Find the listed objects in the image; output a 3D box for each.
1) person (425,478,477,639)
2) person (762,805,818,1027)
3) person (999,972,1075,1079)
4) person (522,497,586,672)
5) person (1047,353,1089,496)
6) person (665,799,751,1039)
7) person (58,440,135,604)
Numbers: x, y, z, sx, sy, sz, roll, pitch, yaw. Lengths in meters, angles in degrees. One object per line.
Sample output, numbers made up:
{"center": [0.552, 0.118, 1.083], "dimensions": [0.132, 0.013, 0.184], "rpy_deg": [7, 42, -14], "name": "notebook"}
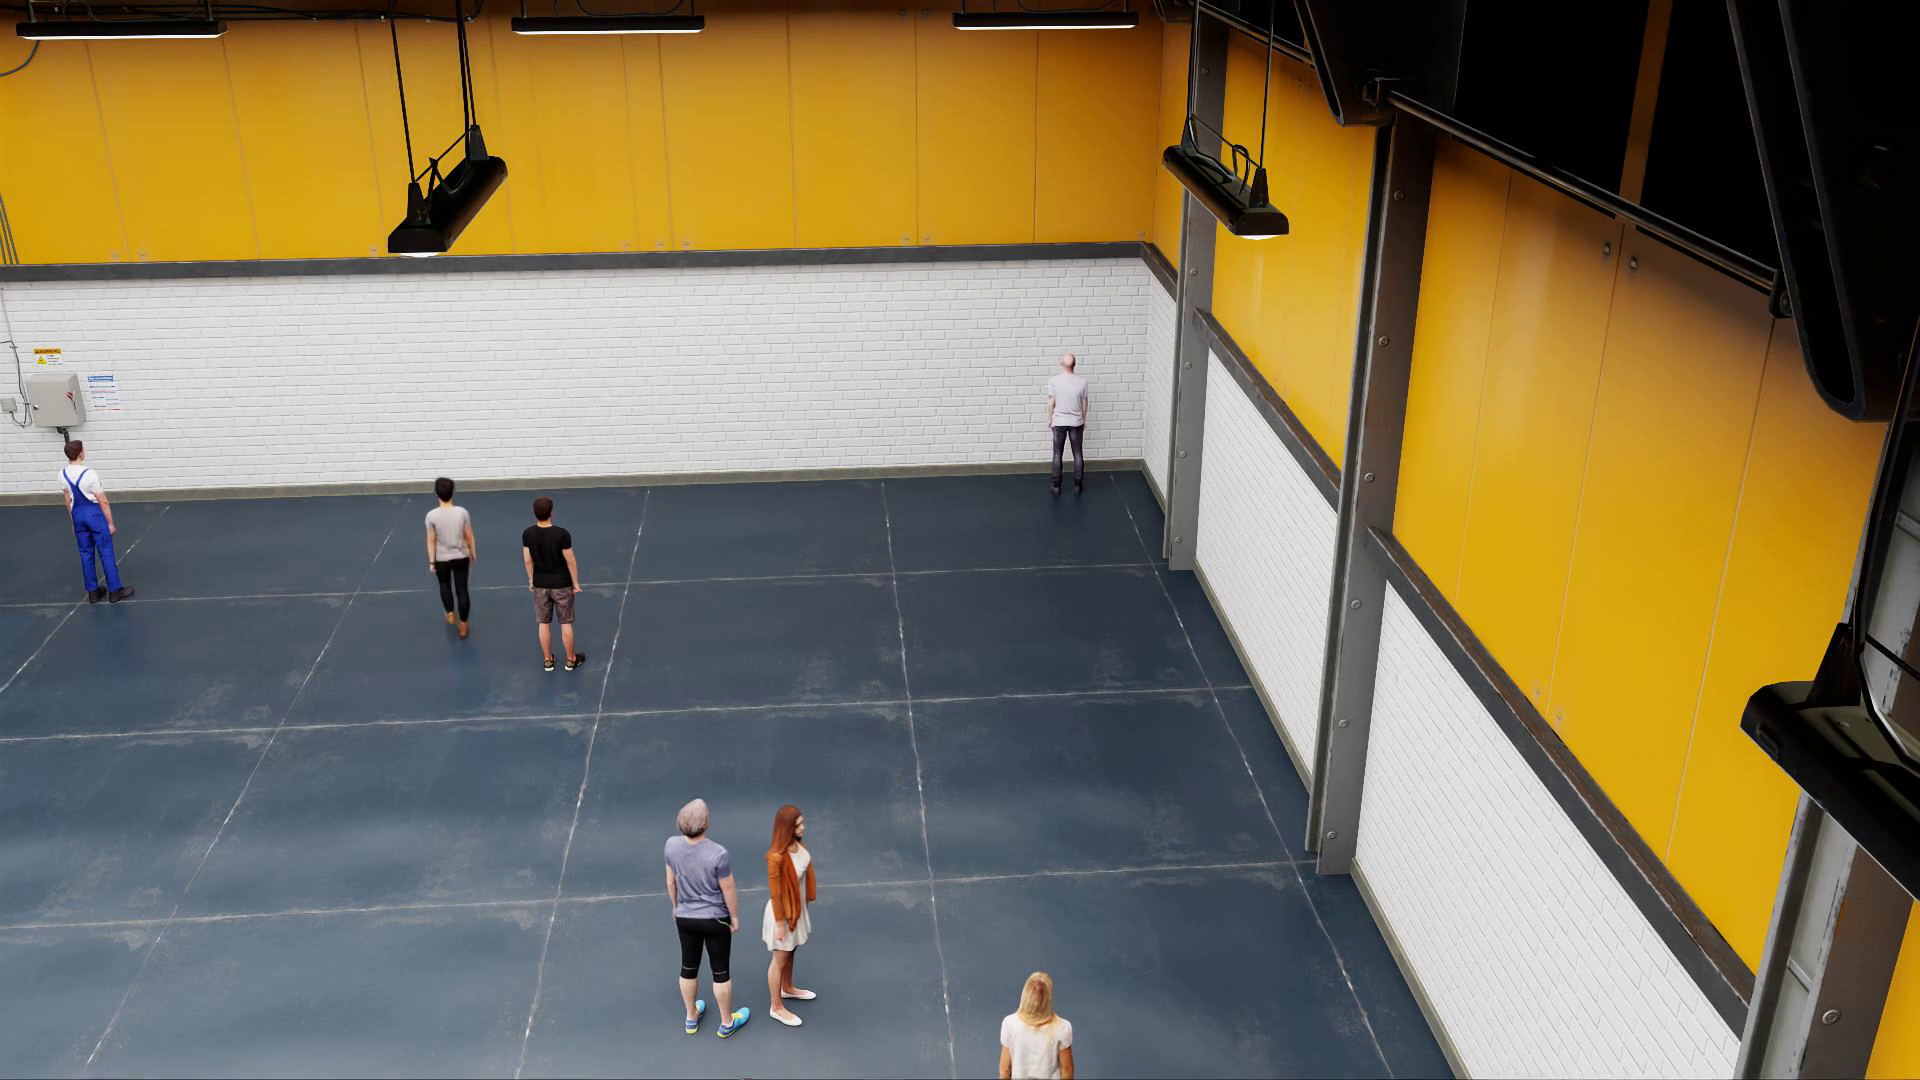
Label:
{"center": [-5.272, 0.216, 17.261], "dimensions": [0.748, 1.699, 0.920], "rpy_deg": [-8, 25, -18], "name": "person"}
{"center": [-1.227, 2.608, 11.764], "dimensions": [0.764, 1.719, 0.628], "rpy_deg": [6, 24, 14], "name": "person"}
{"center": [0.452, 3.347, 9.963], "dimensions": [0.647, 1.809, 0.556], "rpy_deg": [2, 24, 5], "name": "person"}
{"center": [-4.071, 0.433, 16.564], "dimensions": [0.690, 1.862, 0.610], "rpy_deg": [1, 24, 1], "name": "person"}
{"center": [1.351, -1.468, 20.951], "dimensions": [0.662, 1.831, 0.594], "rpy_deg": [0, 24, -1], "name": "person"}
{"center": [-1.779, 2.618, 11.529], "dimensions": [0.729, 1.889, 0.707], "rpy_deg": [6, 24, 14], "name": "person"}
{"center": [-9.441, -0.205, 18.037], "dimensions": [0.655, 1.851, 0.606], "rpy_deg": [1, 24, 3], "name": "person"}
